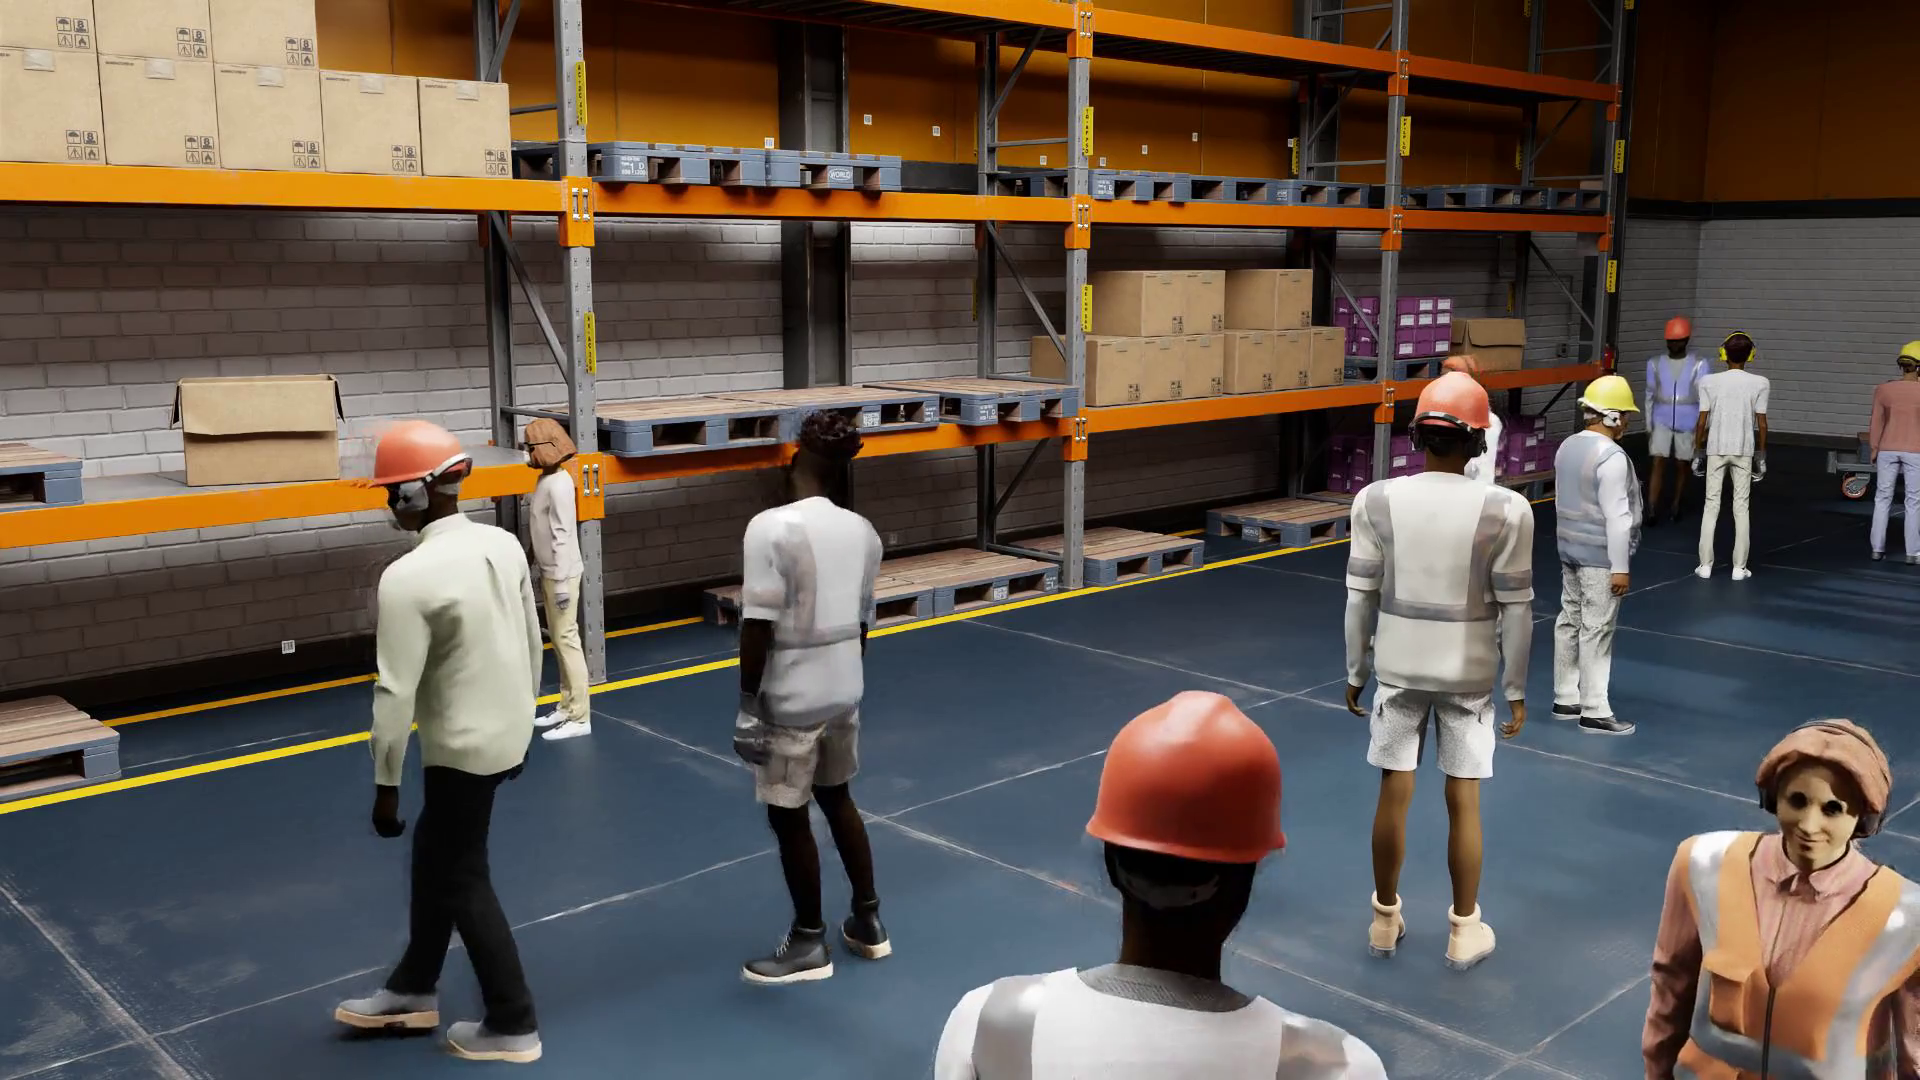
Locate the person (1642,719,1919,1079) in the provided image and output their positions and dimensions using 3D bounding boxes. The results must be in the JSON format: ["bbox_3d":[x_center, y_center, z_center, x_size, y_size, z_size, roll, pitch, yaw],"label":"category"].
[{"bbox_3d":[1.490,1.111,3.011,0.544,1.625,0.352,9,13,44],"label":"person"}]

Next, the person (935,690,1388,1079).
[{"bbox_3d":[0.241,1.128,2.130,0.585,1.900,0.794,3,10,17],"label":"person"}]

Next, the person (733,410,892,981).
[{"bbox_3d":[-0.488,0.538,5.567,0.414,1.928,0.677,6,11,30],"label":"person"}]

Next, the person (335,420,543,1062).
[{"bbox_3d":[-1.600,0.609,5.016,0.643,1.951,0.653,2,10,13],"label":"person"}]

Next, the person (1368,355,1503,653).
[{"bbox_3d":[2.853,-0.156,9.821,0.942,1.839,0.611,-5,11,-26],"label":"person"}]

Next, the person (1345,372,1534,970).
[{"bbox_3d":[1.638,0.447,5.716,0.616,2.041,0.382,5,11,25],"label":"person"}]

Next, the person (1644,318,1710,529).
[{"bbox_3d":[6.419,-1.045,14.947,0.558,1.880,1.017,5,11,27],"label":"person"}]

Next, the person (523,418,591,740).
[{"bbox_3d":[-2.053,0.192,8.439,0.276,1.628,0.503,-4,10,-20],"label":"person"}]

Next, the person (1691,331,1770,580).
[{"bbox_3d":[5.804,-0.634,12.537,0.528,1.876,0.323,5,11,25],"label":"person"}]

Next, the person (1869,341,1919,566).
[{"bbox_3d":[7.467,-0.684,13.146,0.327,1.769,0.525,-8,12,-38],"label":"person"}]

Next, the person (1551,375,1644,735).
[{"bbox_3d":[3.270,0.073,8.528,0.404,1.829,0.599,-1,10,-8],"label":"person"}]
